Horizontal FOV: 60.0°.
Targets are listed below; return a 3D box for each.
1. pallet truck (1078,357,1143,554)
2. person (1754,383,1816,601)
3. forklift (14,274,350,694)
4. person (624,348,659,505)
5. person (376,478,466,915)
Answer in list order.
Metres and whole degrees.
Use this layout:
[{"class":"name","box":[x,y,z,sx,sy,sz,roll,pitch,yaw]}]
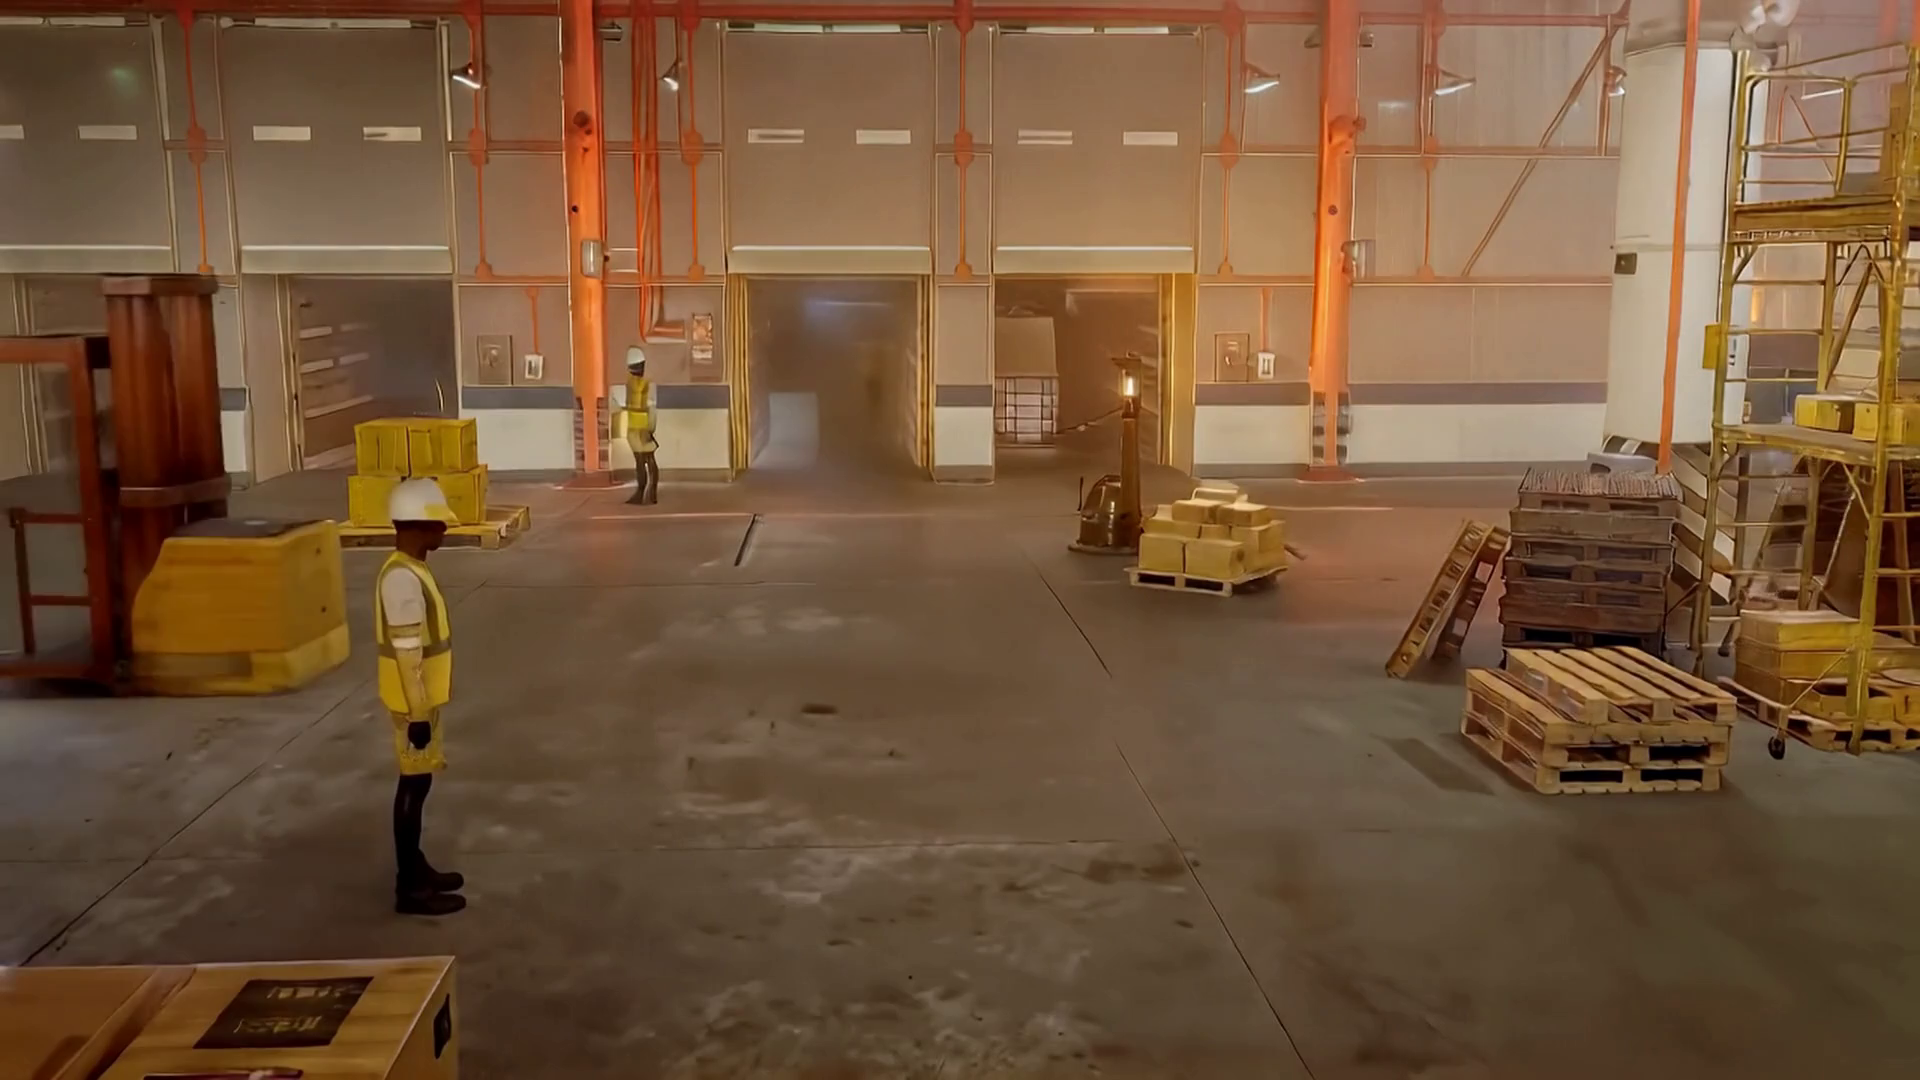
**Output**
[{"class":"pallet truck","box":[2.088,-0.836,16.757,1.885,1.965,0.823,2,9,13]},{"class":"person","box":[7.229,-0.416,14.338,0.435,1.926,0.645,2,9,10]},{"class":"forklift","box":[-5.363,-0.425,11.419,1.873,2.768,1.129,0,9,3]},{"class":"person","box":[-3.943,-1.396,20.495,0.544,1.930,0.388,8,12,40]},{"class":"person","box":[-2.387,0.684,7.403,0.373,1.934,0.551,-3,9,-16]}]
